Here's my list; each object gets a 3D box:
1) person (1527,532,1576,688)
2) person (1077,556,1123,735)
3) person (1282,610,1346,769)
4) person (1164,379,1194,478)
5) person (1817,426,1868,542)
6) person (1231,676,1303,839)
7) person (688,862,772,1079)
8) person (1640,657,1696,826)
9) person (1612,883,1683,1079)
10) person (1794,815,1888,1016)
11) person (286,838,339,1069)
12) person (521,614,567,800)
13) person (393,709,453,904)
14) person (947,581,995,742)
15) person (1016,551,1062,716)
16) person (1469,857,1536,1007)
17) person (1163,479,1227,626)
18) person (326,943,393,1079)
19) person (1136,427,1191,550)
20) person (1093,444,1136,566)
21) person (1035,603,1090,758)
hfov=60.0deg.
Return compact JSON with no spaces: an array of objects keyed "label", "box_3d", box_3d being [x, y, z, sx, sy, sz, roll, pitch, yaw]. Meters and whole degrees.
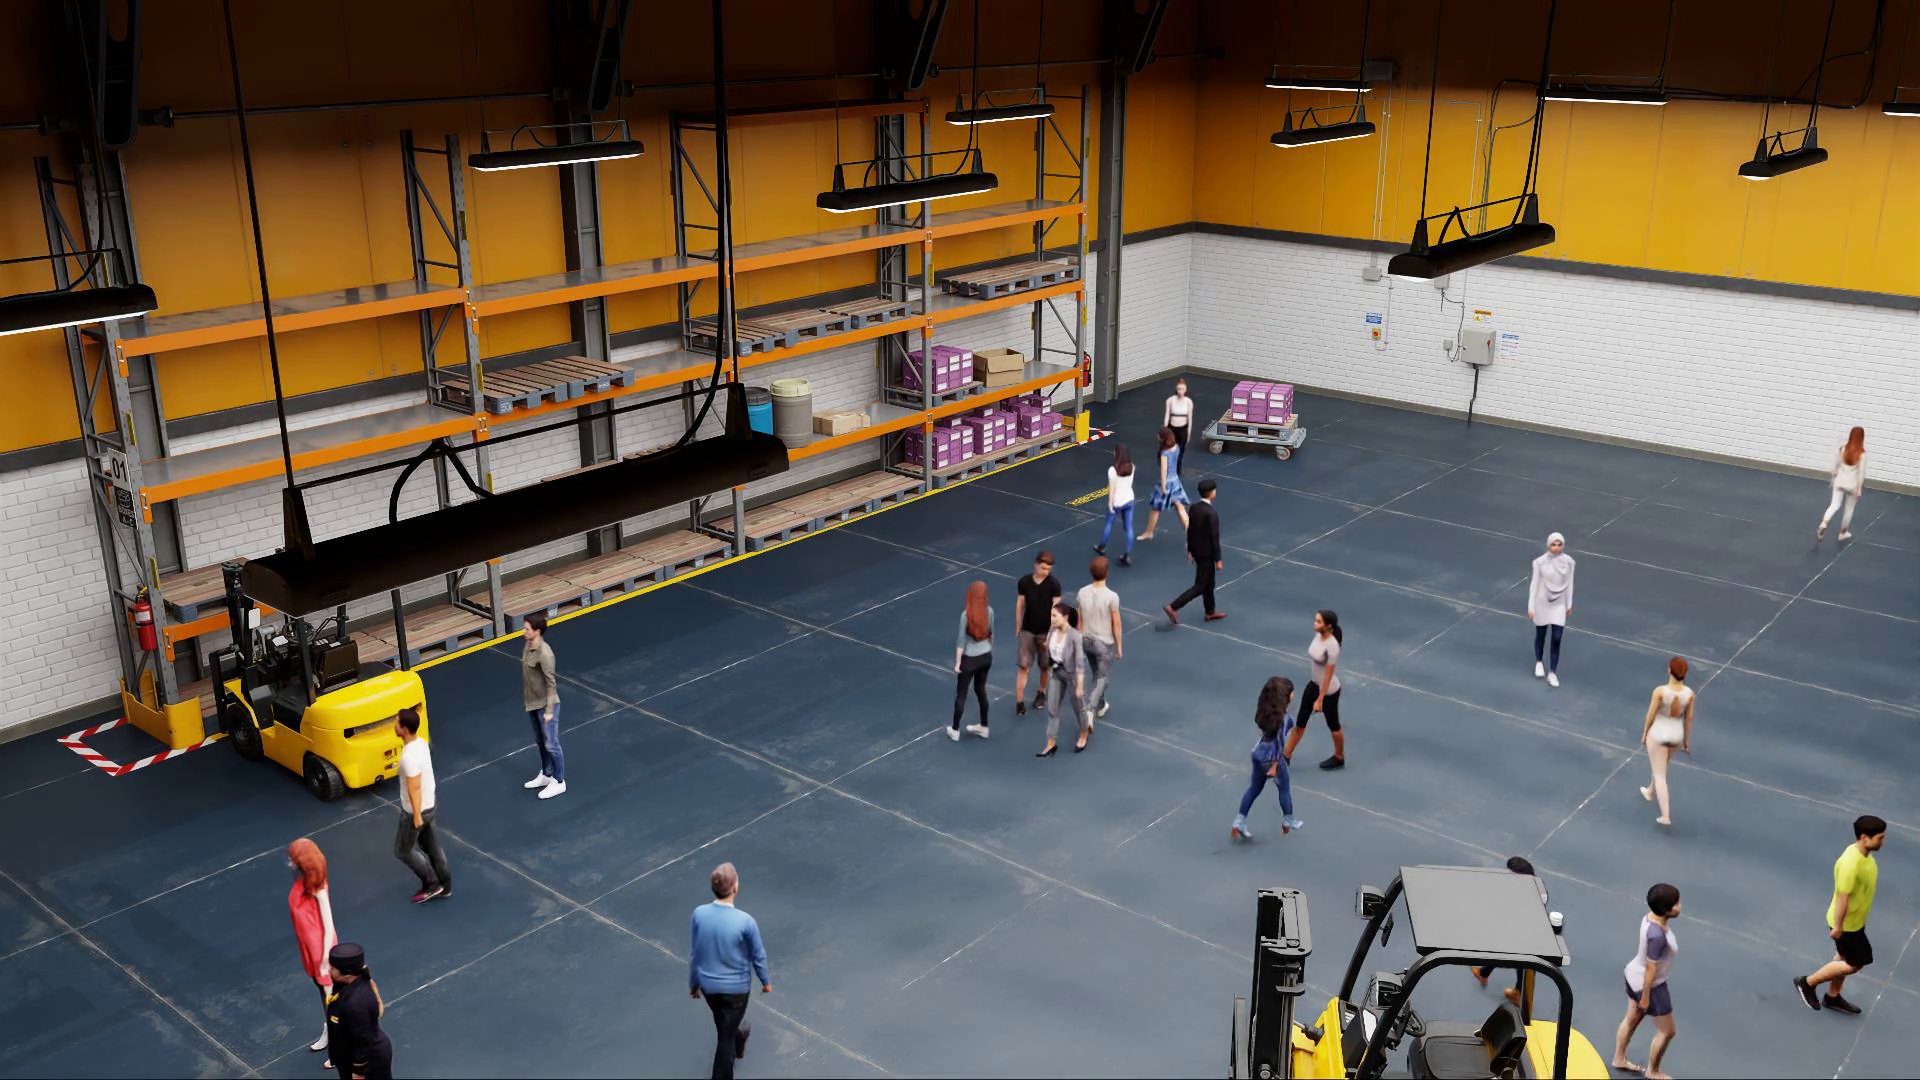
[{"label":"person","box_3d":[6.708,0.736,18.952,0.891,1.754,1.007,3,19,10]},{"label":"person","box_3d":[1.427,1.135,17.602,0.826,1.859,1.222,12,22,31]},{"label":"person","box_3d":[3.735,1.521,16.686,1.160,1.712,1.016,-4,19,-13]},{"label":"person","box_3d":[3.409,-1.673,26.151,0.928,1.725,1.086,2,19,6]},{"label":"person","box_3d":[12.469,-0.750,23.459,1.052,1.693,0.720,-14,23,-36]},{"label":"person","box_3d":[2.784,2.045,15.330,1.068,1.585,0.929,-4,19,-12]},{"label":"person","box_3d":[-1.687,3.166,11.694,0.942,1.781,1.161,6,19,17]},{"label":"person","box_3d":[6.678,1.918,15.678,0.986,1.604,1.081,0,19,-1]},{"label":"person","box_3d":[4.905,3.180,12.014,0.780,1.550,0.722,5,19,13]},{"label":"person","box_3d":[6.730,2.856,12.743,0.712,1.698,0.683,12,22,33]},{"label":"person","box_3d":[-4.679,2.984,12.162,0.574,1.826,0.635,-14,23,-36]},{"label":"person","box_3d":[-4.061,1.597,16.224,0.666,1.864,0.751,-14,23,-35]},{"label":"person","box_3d":[-4.556,2.289,14.284,0.846,1.789,0.792,-2,19,-7]},{"label":"person","box_3d":[0.223,1.273,17.400,0.657,1.727,0.807,-17,25,-40]},{"label":"person","box_3d":[0.896,0.970,18.145,0.943,1.824,1.102,5,19,16]},{"label":"person","box_3d":[4.334,3.063,12.908,0.802,1.202,0.786,-7,20,-20]},{"label":"person","box_3d":[2.918,0.186,20.426,1.267,1.855,1.092,-6,20,-18]},{"label":"person","box_3d":[-3.972,3.437,11.061,0.796,1.671,0.799,-8,20,-22]},{"label":"person","box_3d":[2.965,-0.666,23.113,0.741,1.754,1.072,16,24,39]},{"label":"person","box_3d":[2.248,-0.442,22.599,0.959,1.658,0.878,-10,21,-26]},{"label":"person","box_3d":[1.152,1.420,17.102,0.818,1.638,0.973,17,25,41]}]
